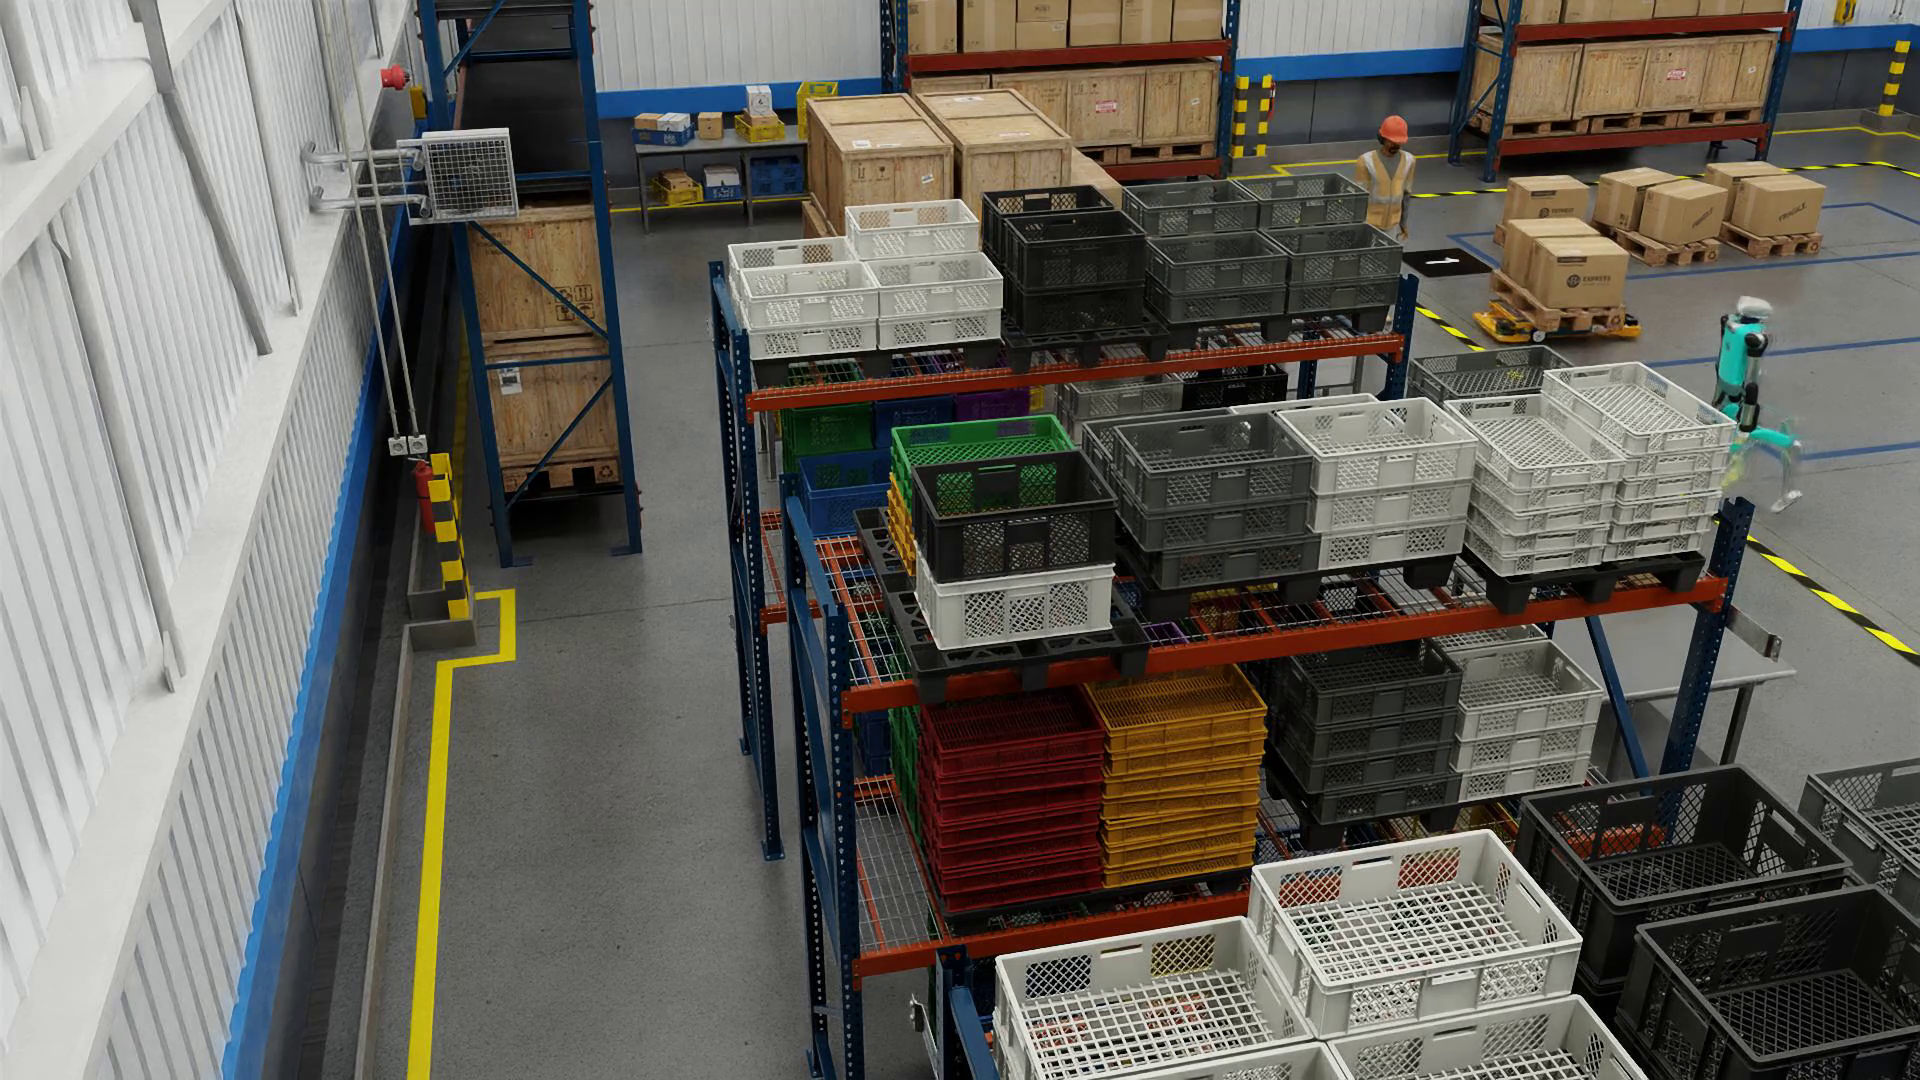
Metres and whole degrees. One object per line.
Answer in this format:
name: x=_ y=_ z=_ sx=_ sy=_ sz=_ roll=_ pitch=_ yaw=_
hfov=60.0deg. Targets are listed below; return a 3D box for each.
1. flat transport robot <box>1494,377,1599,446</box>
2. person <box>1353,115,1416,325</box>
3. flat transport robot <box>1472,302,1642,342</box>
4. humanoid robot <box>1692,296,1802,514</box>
flat transport robot: x=4.780 y=-1.036 z=14.013 sx=0.659 sy=0.231 sz=1.431 roll=-6 pitch=28 yaw=-12
person: x=4.034 y=-3.049 z=15.934 sx=0.606 sy=2.041 sz=0.374 roll=-7 pitch=29 yaw=-12
flat transport robot: x=5.774 y=-2.148 z=16.092 sx=1.431 sy=0.197 sz=0.652 roll=-4 pitch=28 yaw=-7
humanoid robot: x=5.984 y=-0.942 z=12.333 sx=1.049 sy=1.784 sz=0.530 roll=-1 pitch=28 yaw=-2
